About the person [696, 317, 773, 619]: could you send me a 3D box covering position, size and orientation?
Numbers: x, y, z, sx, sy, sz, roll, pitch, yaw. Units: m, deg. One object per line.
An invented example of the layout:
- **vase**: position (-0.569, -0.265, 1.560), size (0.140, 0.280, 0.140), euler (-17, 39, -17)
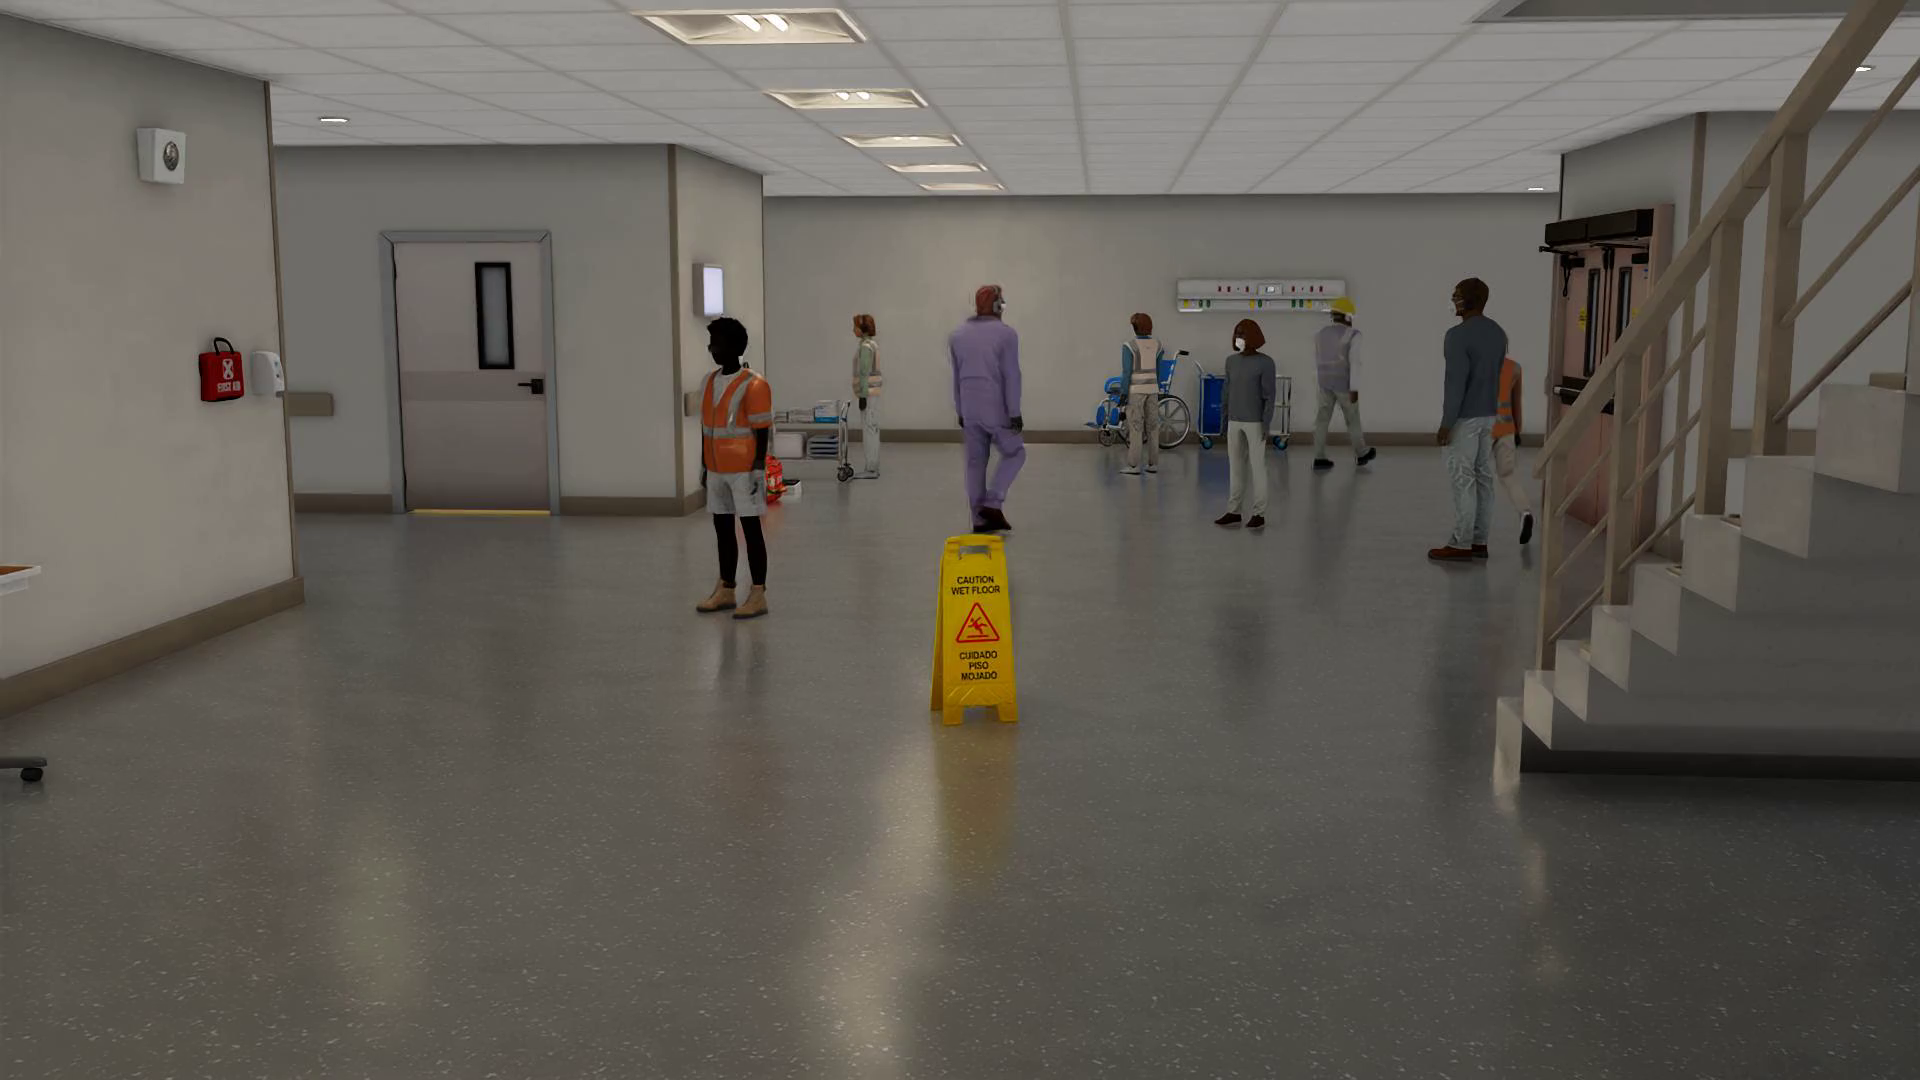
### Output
- **person**: position (-1.281, -0.406, 9.380), size (0.540, 1.696, 0.317), euler (7, 11, 40)

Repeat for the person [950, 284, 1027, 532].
- **person**: position (0.233, -0.996, 12.711), size (0.670, 1.894, 0.431), euler (7, 11, 39)

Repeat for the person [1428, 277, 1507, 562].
- **person**: position (3.468, -0.817, 11.364), size (0.630, 1.940, 0.371), euler (-8, 12, -44)

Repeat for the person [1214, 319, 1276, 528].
- **person**: position (2.238, -0.909, 13.023), size (0.279, 1.633, 0.500), euler (-7, 11, -42)

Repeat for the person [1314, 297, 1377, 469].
- **person**: position (4.036, -1.647, 17.498), size (0.902, 1.785, 0.625), euler (-7, 11, -41)

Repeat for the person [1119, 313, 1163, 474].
- **person**: position (1.844, -1.481, 16.890), size (0.513, 1.641, 0.307), euler (-6, 10, -34)

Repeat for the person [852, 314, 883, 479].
- **person**: position (-0.920, -1.418, 16.494), size (0.313, 1.632, 0.516), euler (0, 8, 2)
